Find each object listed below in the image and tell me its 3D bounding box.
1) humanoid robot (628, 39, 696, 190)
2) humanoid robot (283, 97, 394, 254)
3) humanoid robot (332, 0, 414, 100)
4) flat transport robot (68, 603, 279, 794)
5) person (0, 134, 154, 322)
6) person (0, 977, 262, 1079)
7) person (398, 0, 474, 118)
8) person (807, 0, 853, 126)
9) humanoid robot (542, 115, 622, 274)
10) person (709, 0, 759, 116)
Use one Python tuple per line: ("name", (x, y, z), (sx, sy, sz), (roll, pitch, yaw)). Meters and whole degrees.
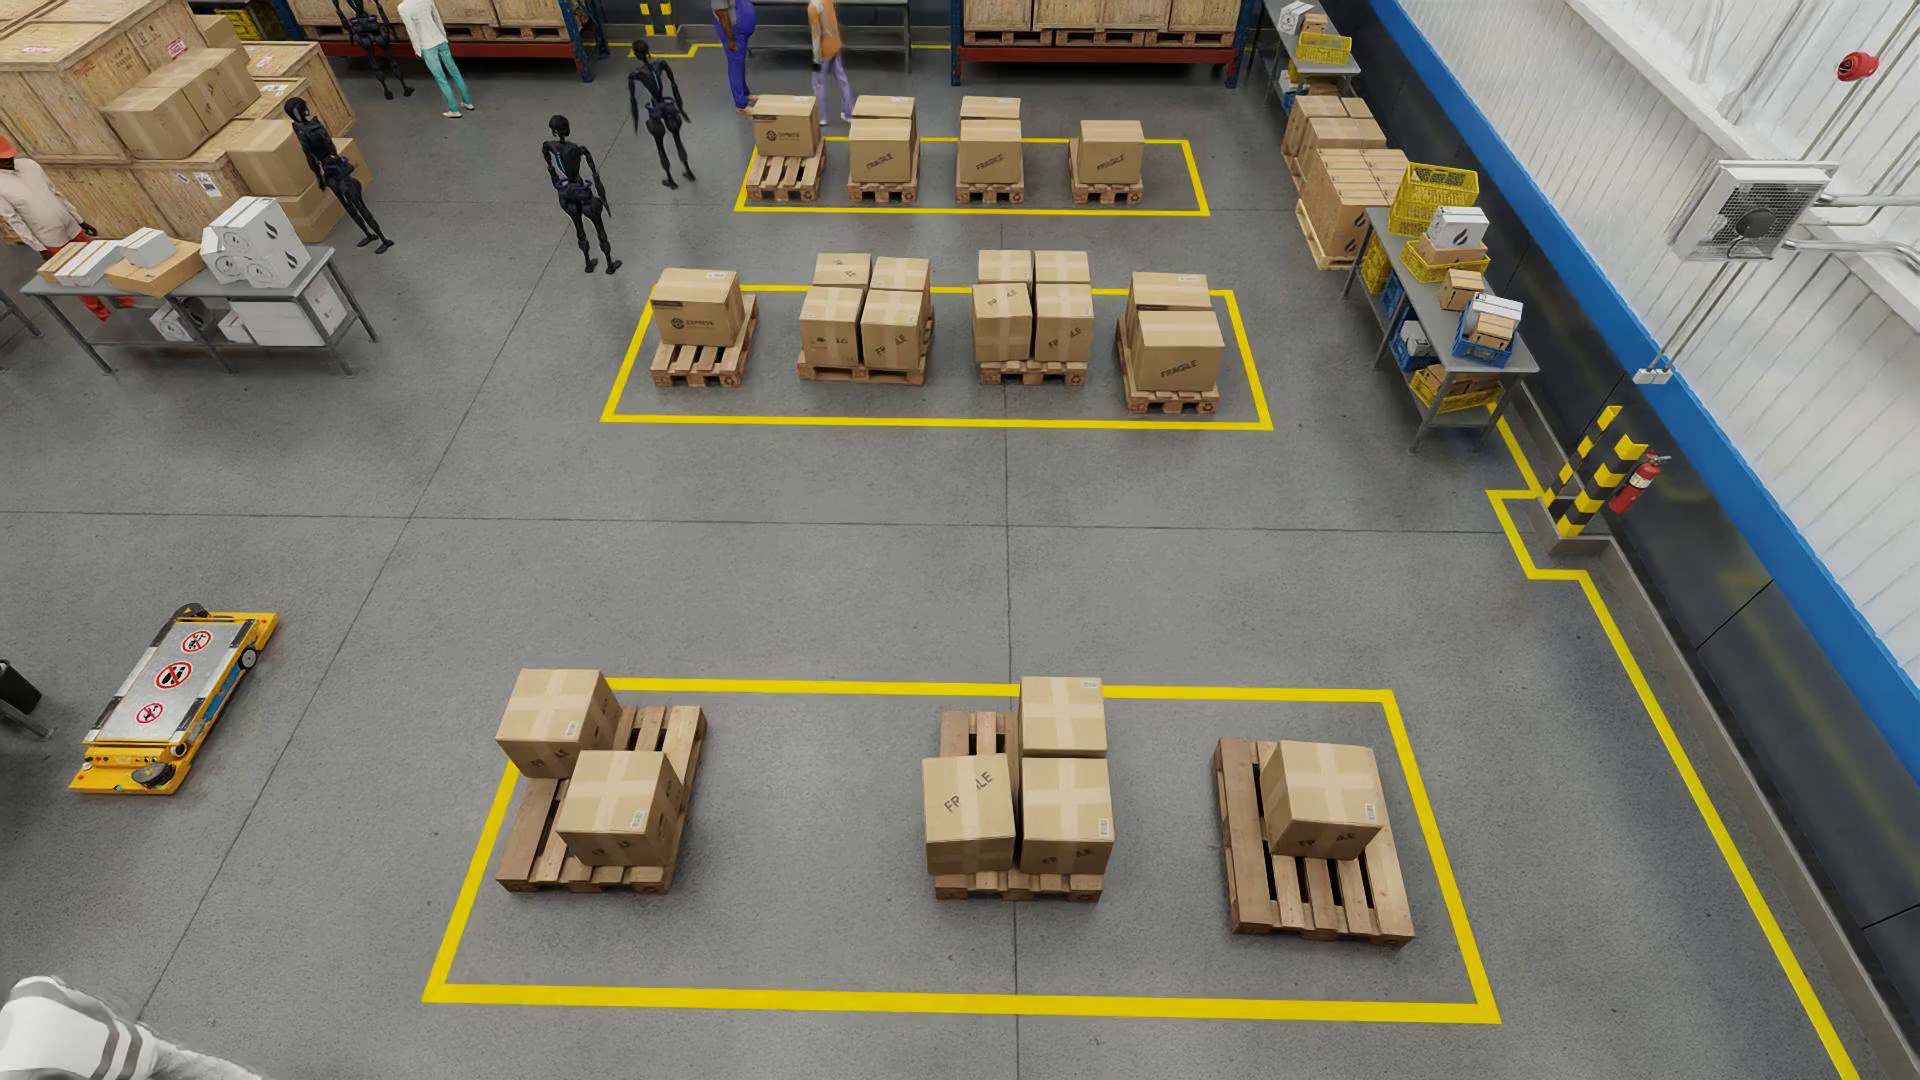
("humanoid robot", (-3.468, -4.919, 10.602), (0.610, 1.655, 0.370), (-33, 57, -25))
("humanoid robot", (-6.601, -3.841, 9.691), (0.573, 1.652, 0.317), (20, 53, 16))
("humanoid robot", (-7.838, -6.756, 12.151), (0.590, 1.657, 0.327), (-17, 52, -14))
("flat transport robot", (-5.504, 1.072, 6.442), (0.652, 0.197, 1.431), (1, 50, 1))
("person", (-8.539, -2.904, 8.701), (0.390, 1.985, 0.610), (4, 50, 3))
("person", (-3.969, 2.473, 4.233), (0.652, 1.853, 0.583), (-11, 51, -9))
("person", (-6.791, -6.359, 11.766), (0.311, 1.768, 0.522), (21, 53, 17))
("person", (-1.719, -6.192, 11.548), (0.658, 1.887, 0.597), (16, 52, 13))
("humanoid robot", (-3.913, -3.543, 9.441), (0.567, 1.652, 0.327), (7, 50, 6))
("person", (-2.870, -6.575, 11.771), (0.539, 2.000, 0.688), (-2, 50, -2))
